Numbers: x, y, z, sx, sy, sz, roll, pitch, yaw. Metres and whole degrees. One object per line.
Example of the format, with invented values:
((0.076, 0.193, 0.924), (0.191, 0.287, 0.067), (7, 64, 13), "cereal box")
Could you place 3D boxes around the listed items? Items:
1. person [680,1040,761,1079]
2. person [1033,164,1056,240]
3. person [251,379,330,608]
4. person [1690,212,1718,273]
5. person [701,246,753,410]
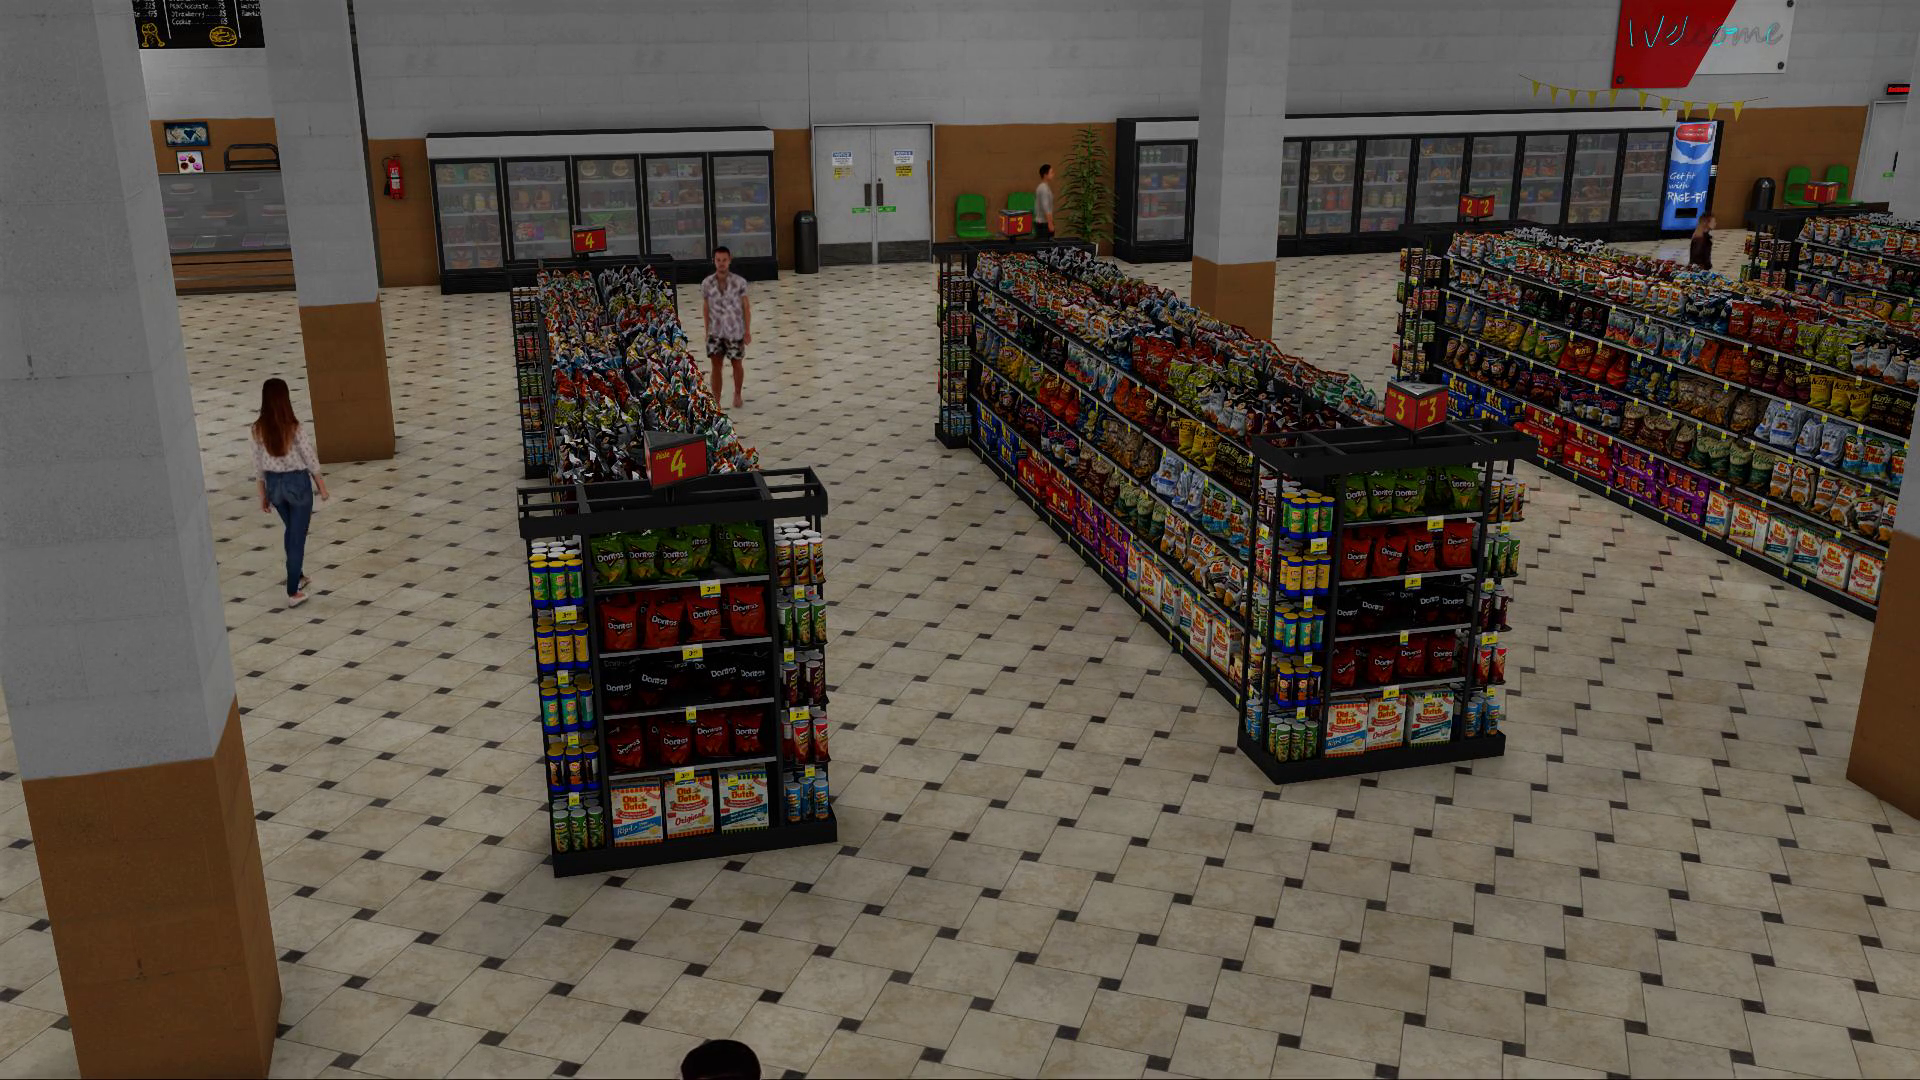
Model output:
((-0.636, 2.186, 4.717), (0.807, 1.834, 0.655), (-14, 23, -37), "person")
((1.199, -4.905, 25.818), (0.905, 1.789, 0.938), (1, 19, 3), "person")
((-5.026, -0.326, 12.361), (0.743, 1.710, 0.855), (3, 19, 9), "person")
((9.391, -3.368, 21.473), (1.121, 1.654, 1.101), (9, 20, 24), "person")
((-2.523, -2.289, 18.092), (0.880, 1.769, 1.190), (0, 19, 0), "person")
